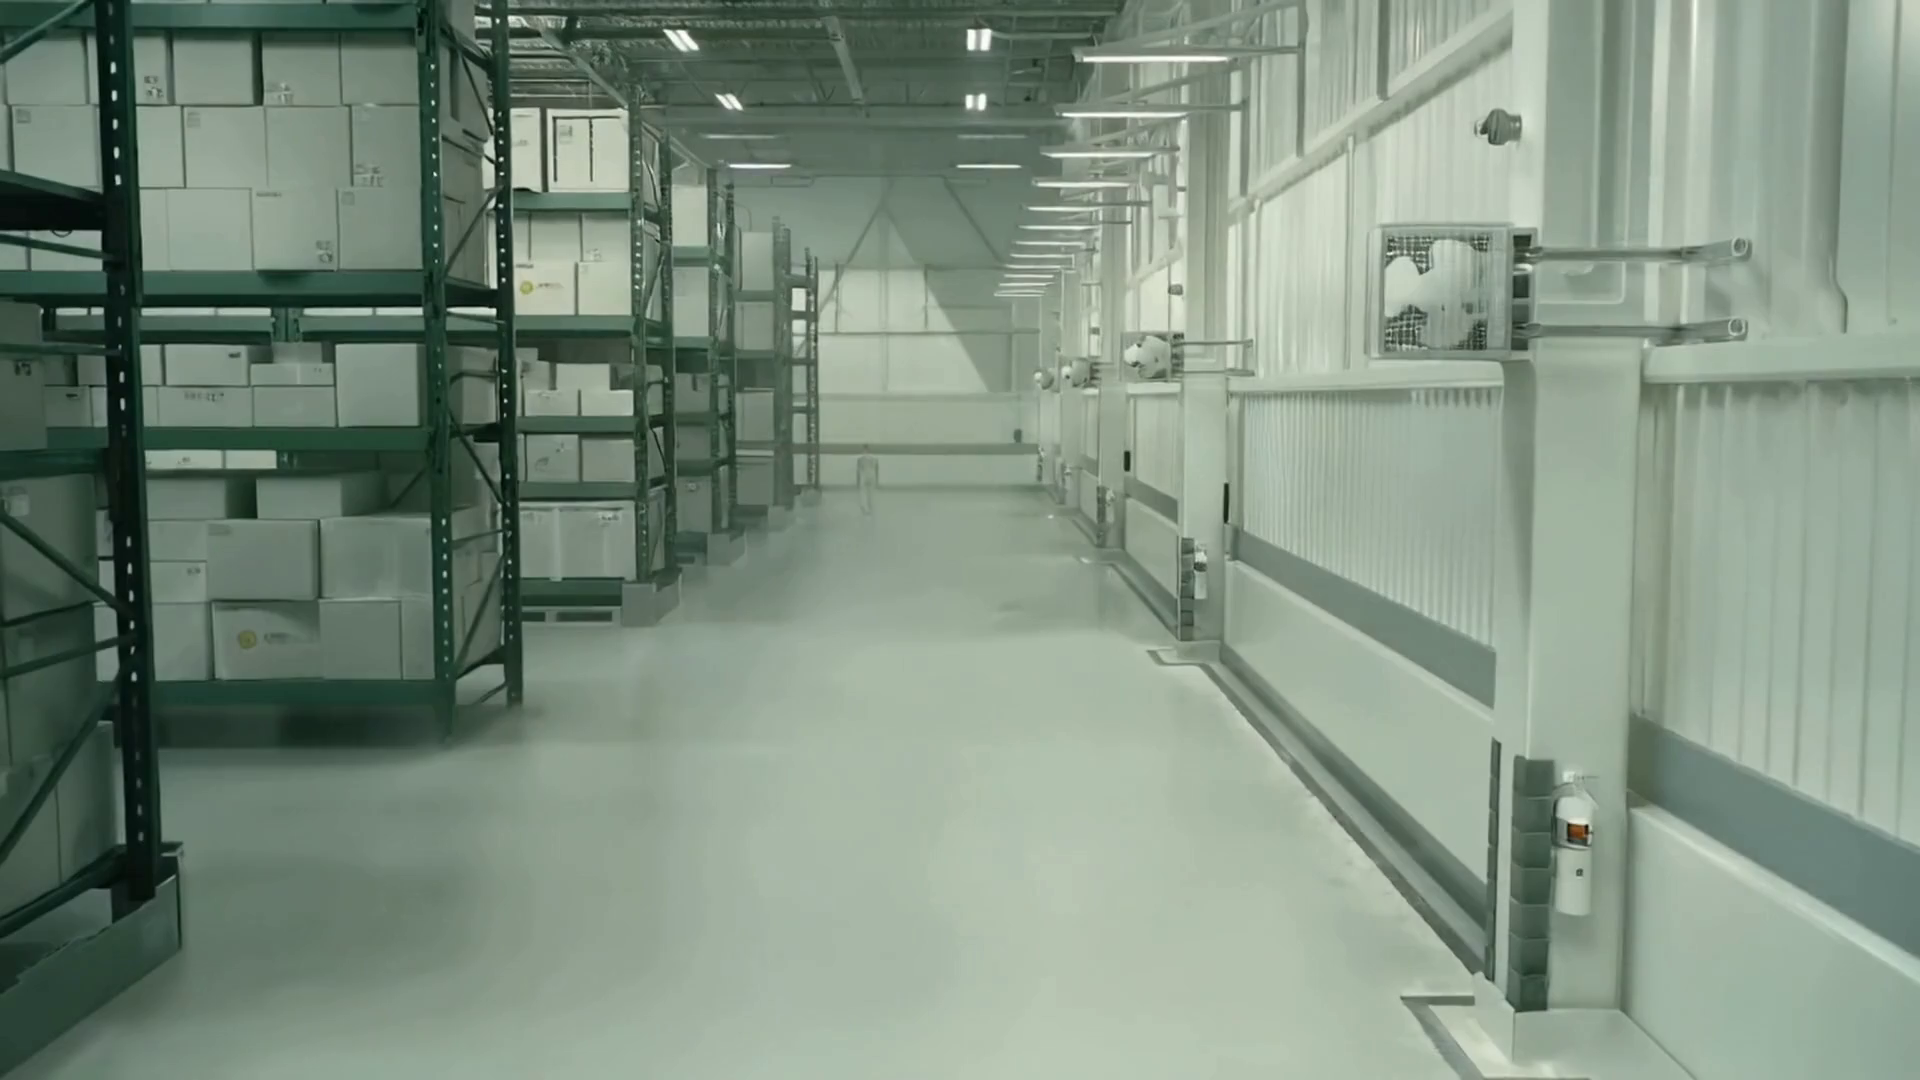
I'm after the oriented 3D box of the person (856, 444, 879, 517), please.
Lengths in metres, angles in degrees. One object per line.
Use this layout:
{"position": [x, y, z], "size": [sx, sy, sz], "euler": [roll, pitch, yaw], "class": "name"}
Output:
{"position": [-2.015, -1.297, 36.384], "size": [0.535, 1.601, 0.852], "euler": [1, 5, 8], "class": "person"}
